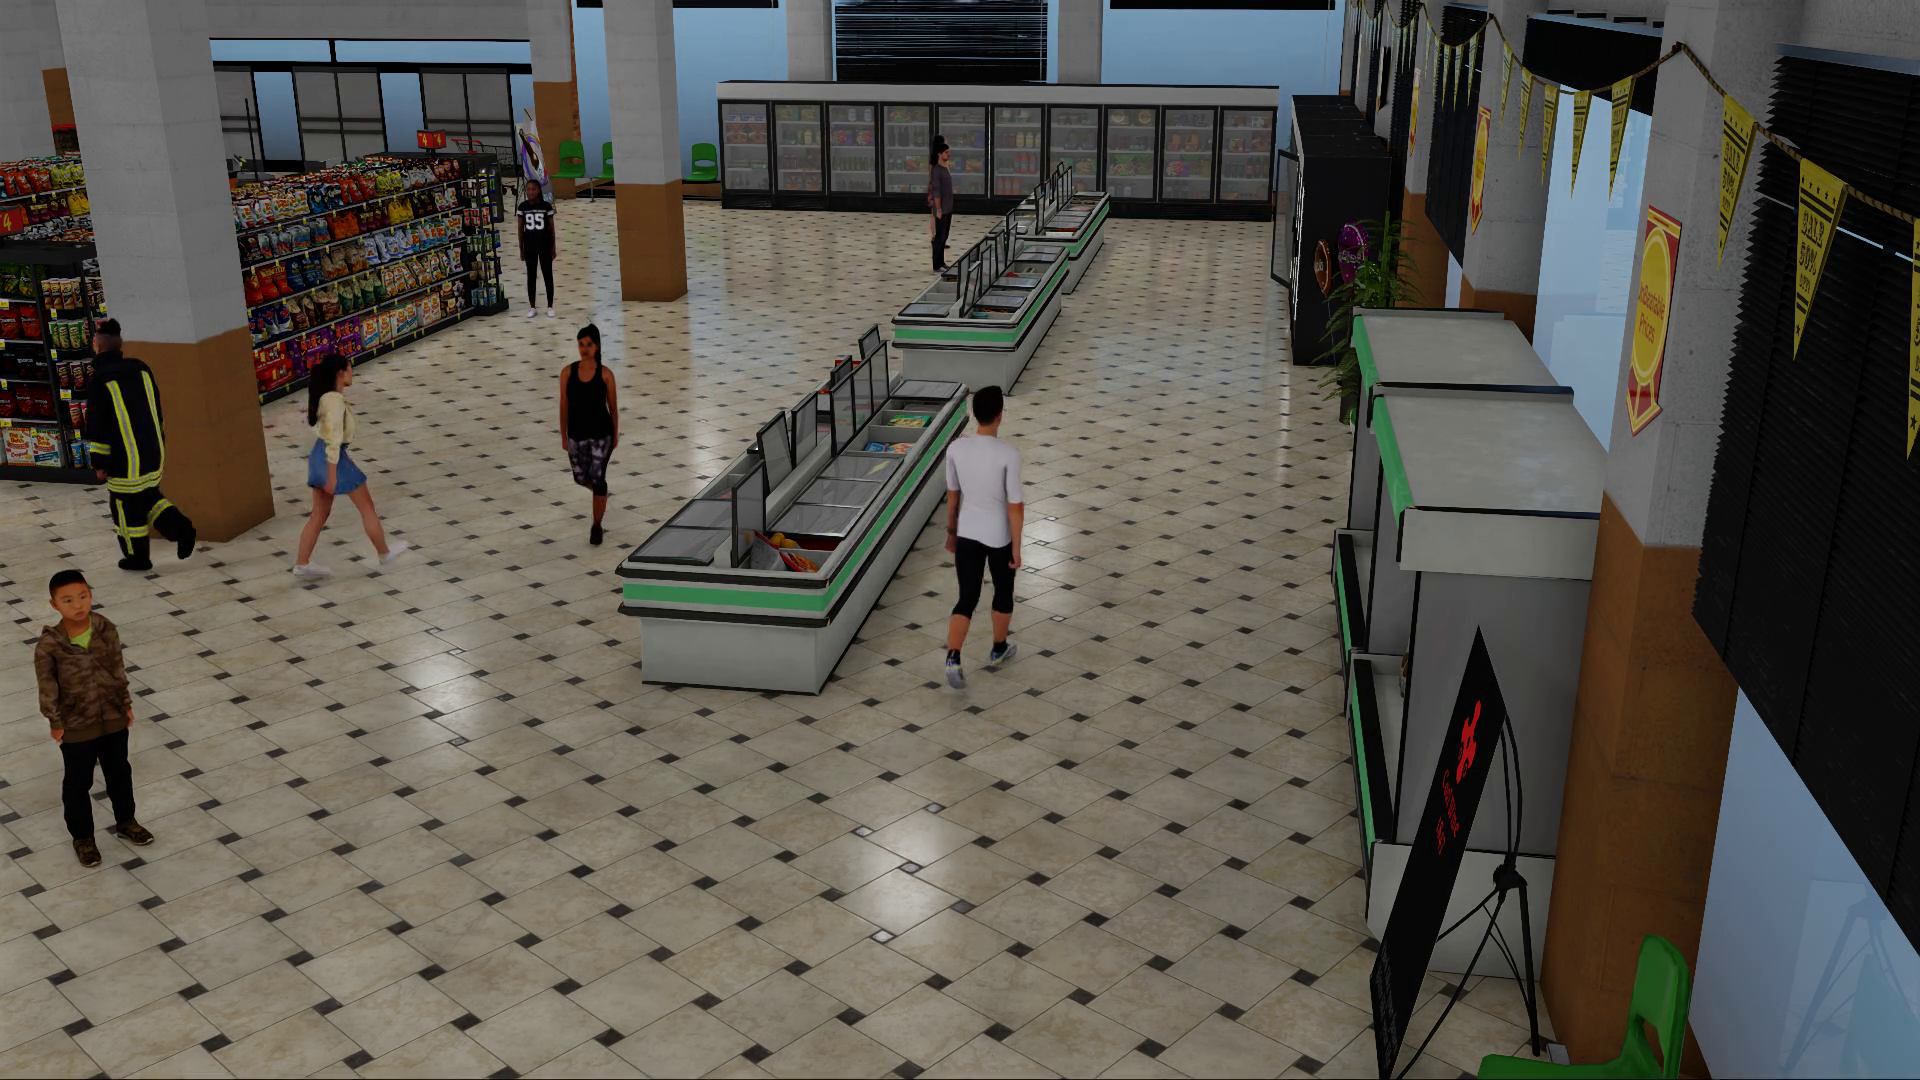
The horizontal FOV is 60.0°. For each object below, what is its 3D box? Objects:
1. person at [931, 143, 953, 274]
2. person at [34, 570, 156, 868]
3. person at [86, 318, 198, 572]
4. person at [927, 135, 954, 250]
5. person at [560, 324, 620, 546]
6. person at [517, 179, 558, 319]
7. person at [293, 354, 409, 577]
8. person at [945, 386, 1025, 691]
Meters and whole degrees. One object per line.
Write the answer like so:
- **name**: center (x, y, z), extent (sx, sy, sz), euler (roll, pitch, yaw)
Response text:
- **person**: center (-0.270, -4.868, 24.378), extent (0.736, 1.853, 0.480), euler (4, 19, 12)
- **person**: center (-4.233, 0.837, 8.084), extent (0.729, 1.455, 0.639), euler (14, 23, 36)
- **person**: center (-5.864, -0.652, 11.893), extent (0.903, 1.842, 0.858), euler (7, 20, 19)
- **person**: center (-0.324, -5.551, 26.532), extent (0.849, 1.772, 0.803), euler (-17, 25, -42)
- **person**: center (-2.820, -0.828, 12.725), extent (0.685, 1.644, 0.970), euler (0, 19, -1)
- **person**: center (-5.356, -3.702, 21.116), extent (0.671, 1.729, 0.646), euler (-3, 19, -8)
- **person**: center (-4.530, -0.483, 11.800), extent (1.150, 1.582, 1.077), euler (-11, 22, -30)
- **person**: center (0.108, 0.010, 9.960), extent (0.851, 1.823, 1.218), euler (7, 20, 21)
